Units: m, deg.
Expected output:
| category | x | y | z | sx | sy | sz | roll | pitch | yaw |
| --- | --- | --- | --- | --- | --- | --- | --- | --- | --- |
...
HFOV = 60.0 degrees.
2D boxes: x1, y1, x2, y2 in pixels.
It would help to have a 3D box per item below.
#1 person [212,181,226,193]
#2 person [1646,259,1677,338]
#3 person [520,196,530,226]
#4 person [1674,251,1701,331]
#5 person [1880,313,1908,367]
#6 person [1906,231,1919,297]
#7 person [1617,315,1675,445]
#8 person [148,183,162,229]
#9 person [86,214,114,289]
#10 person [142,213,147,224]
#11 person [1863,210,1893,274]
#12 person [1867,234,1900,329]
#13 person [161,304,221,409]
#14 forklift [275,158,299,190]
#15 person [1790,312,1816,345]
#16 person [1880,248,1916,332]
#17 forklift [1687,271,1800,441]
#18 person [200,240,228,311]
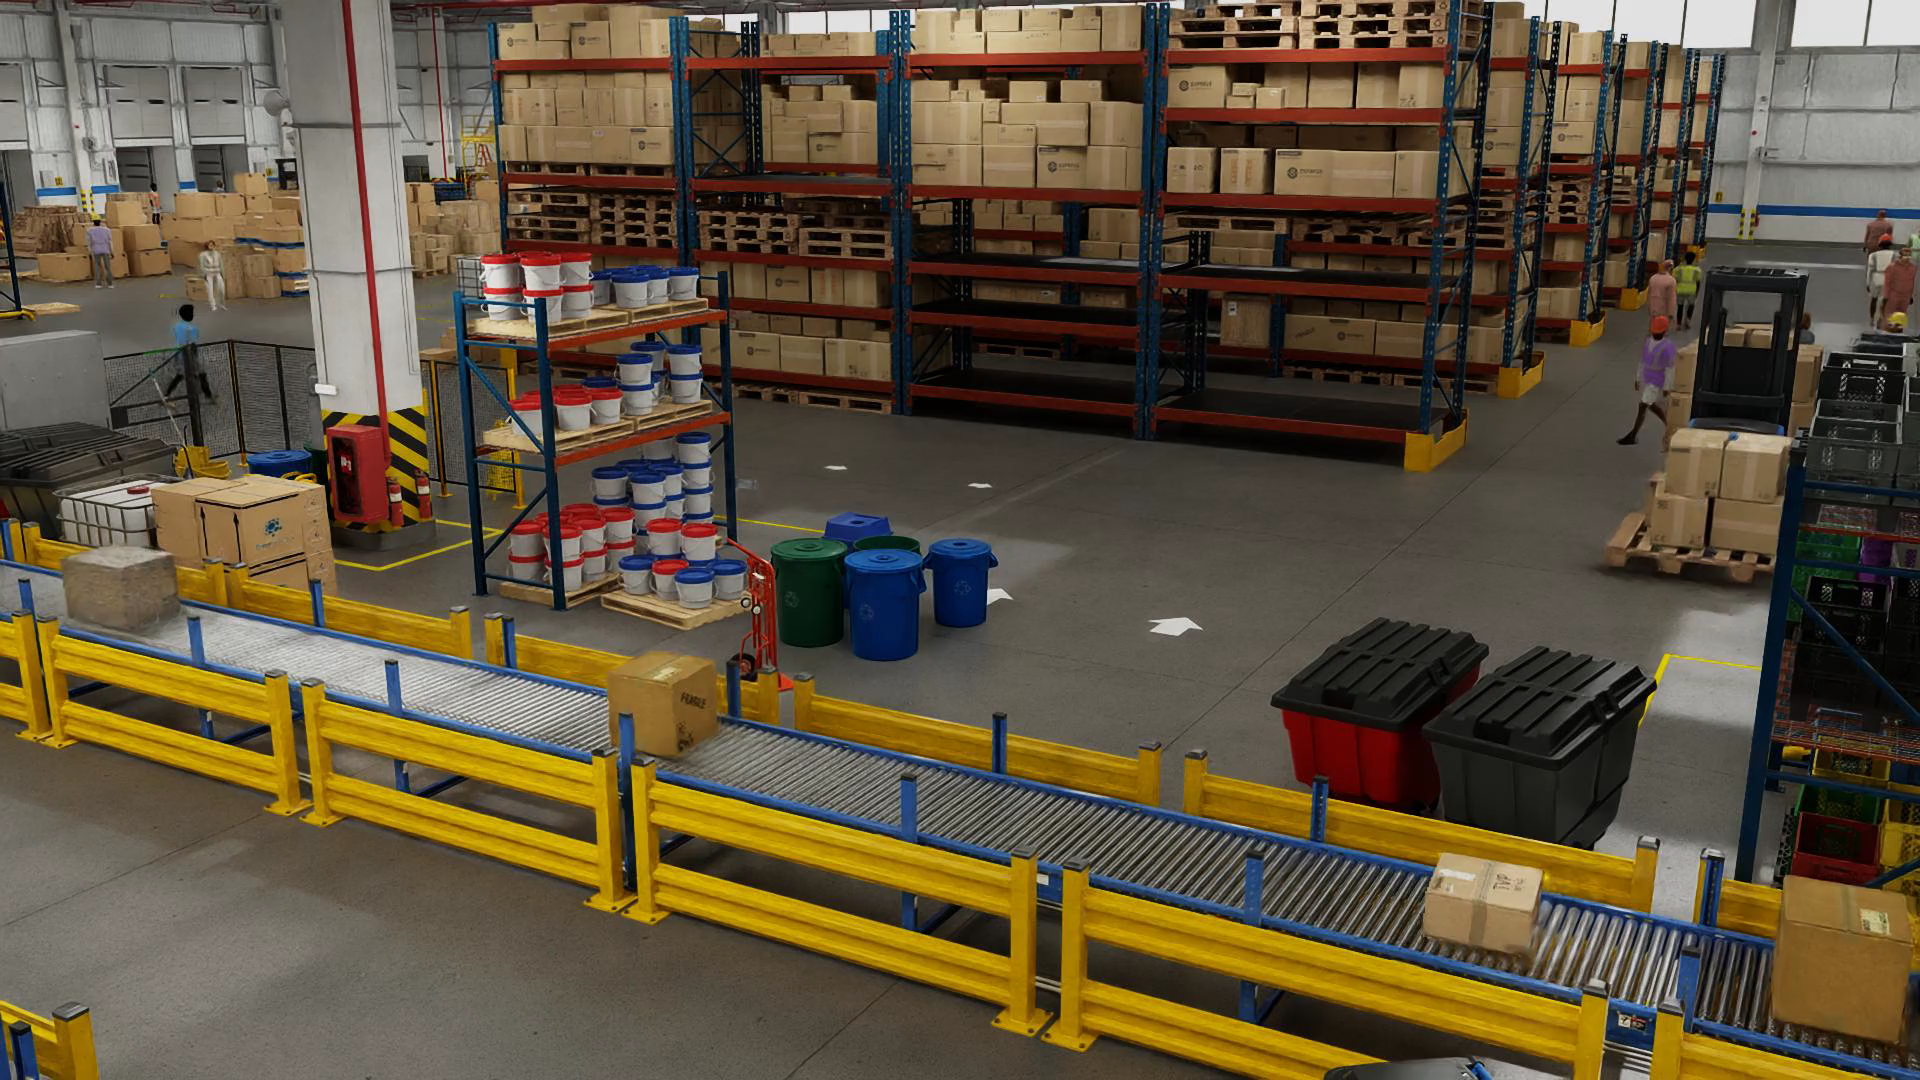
| category | x | y | z | sx | sy | sz | roll | pitch | yaw |
| --- | --- | --- | --- | --- | --- | --- | --- | --- | --- |
| person | -26.684 | -12.006 | 60.067 | 0.622 | 1.932 | 0.367 | 8 | 17 | 27 |
| person | 13.149 | -4.294 | 31.128 | 0.400 | 1.901 | 0.642 | -5 | 16 | -20 |
| person | -14.681 | -10.726 | 55.863 | 0.767 | 1.606 | 0.513 | -10 | 18 | -32 |
| person | 15.359 | -5.263 | 35.176 | 0.538 | 1.688 | 0.363 | 7 | 16 | 25 |
| person | 13.541 | -2.409 | 24.248 | 0.599 | 1.785 | 0.862 | -3 | 15 | -10 |
| person | 23.573 | -6.845 | 40.898 | 0.581 | 1.796 | 0.887 | -1 | 15 | -2 |
| person | 9.857 | -2.259 | 23.505 | 0.905 | 1.880 | 0.615 | -3 | 15 | -10 |
| person | -30.254 | -12.552 | 62.553 | 0.318 | 1.697 | 0.535 | 3 | 15 | 10 |
| person | -22.209 | -7.458 | 42.989 | 0.589 | 1.918 | 0.402 | -8 | 17 | -28 |
| person | -23.687 | -8.748 | 47.848 | 0.758 | 1.911 | 0.642 | 7 | 17 | 25 |
| person | 24.885 | -7.987 | 45.077 | 0.677 | 1.859 | 0.977 | 9 | 17 | 31 |
| person | 19.698 | -5.526 | 35.554 | 0.601 | 2.018 | 0.950 | 8 | 17 | 29 |
| person | -12.306 | -2.908 | 26.403 | 0.534 | 1.646 | 0.937 | 7 | 17 | 25 |
| forklift | -22.628 | -11.539 | 56.478 | 1.873 | 2.768 | 1.129 | 8 | 17 | 28 |
| person | 12.927 | -2.750 | 25.889 | 0.589 | 1.592 | 0.767 | 10 | 18 | 34 |
| person | 18.831 | -4.888 | 33.342 | 0.651 | 1.906 | 0.403 | -2 | 15 | -7 |
| forklift | 9.269 | -1.763 | 19.726 | 1.129 | 2.768 | 1.873 | 8 | 17 | 27 |
| person | -17.251 | -6.102 | 38.431 | 0.513 | 1.623 | 0.557 | -14 | 20 | -42 |
